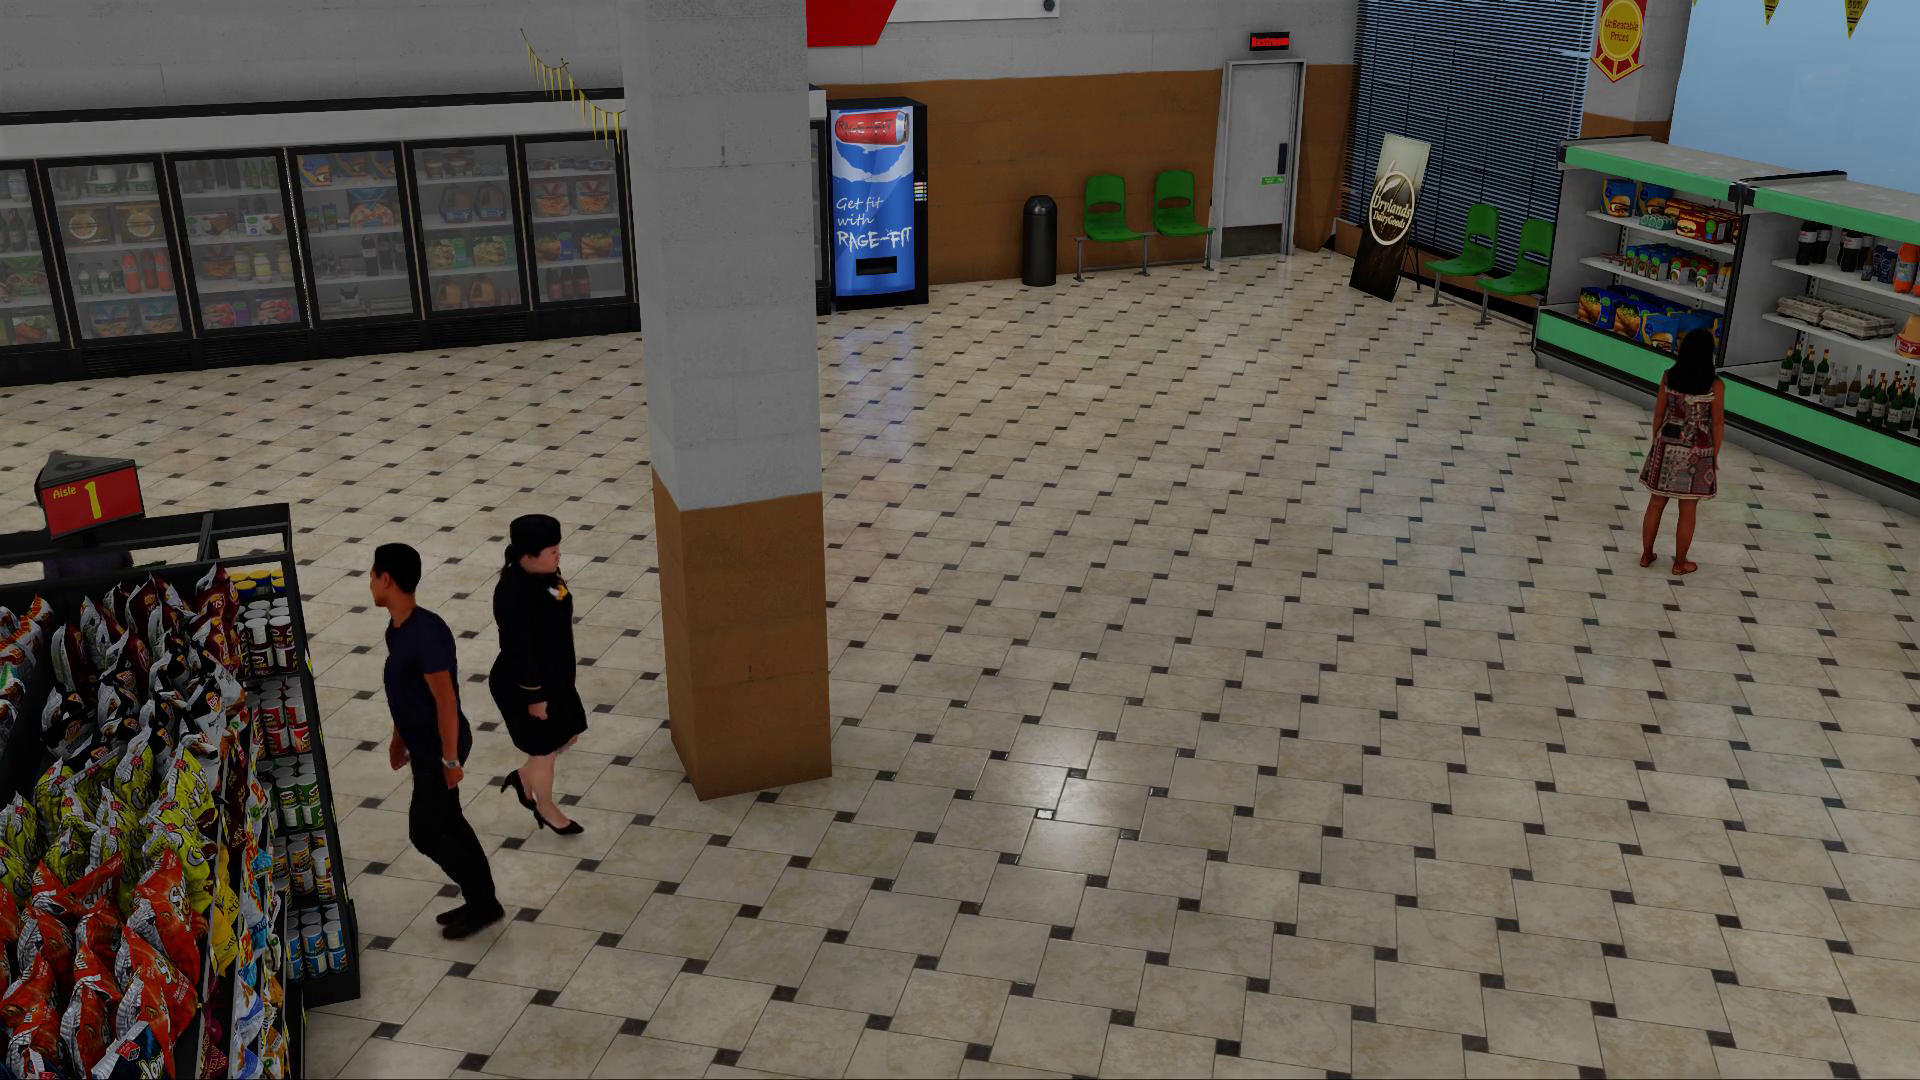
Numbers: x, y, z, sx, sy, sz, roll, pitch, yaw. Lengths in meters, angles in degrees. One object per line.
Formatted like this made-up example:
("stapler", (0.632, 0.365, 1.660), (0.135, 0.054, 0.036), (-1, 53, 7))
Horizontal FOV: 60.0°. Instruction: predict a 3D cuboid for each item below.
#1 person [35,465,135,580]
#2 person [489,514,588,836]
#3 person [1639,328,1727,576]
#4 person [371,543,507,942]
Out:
("person", (-4.338, 0.393, 8.334), (0.965, 1.698, 0.851), (16, 27, 34))
("person", (-2.043, 0.661, 7.729), (0.910, 1.653, 0.827), (4, 22, 9))
("person", (4.704, -0.581, 10.832), (0.646, 1.644, 0.785), (18, 28, 38))
("person", (-2.186, 0.888, 7.047), (0.838, 1.740, 0.583), (-19, 29, -39))
